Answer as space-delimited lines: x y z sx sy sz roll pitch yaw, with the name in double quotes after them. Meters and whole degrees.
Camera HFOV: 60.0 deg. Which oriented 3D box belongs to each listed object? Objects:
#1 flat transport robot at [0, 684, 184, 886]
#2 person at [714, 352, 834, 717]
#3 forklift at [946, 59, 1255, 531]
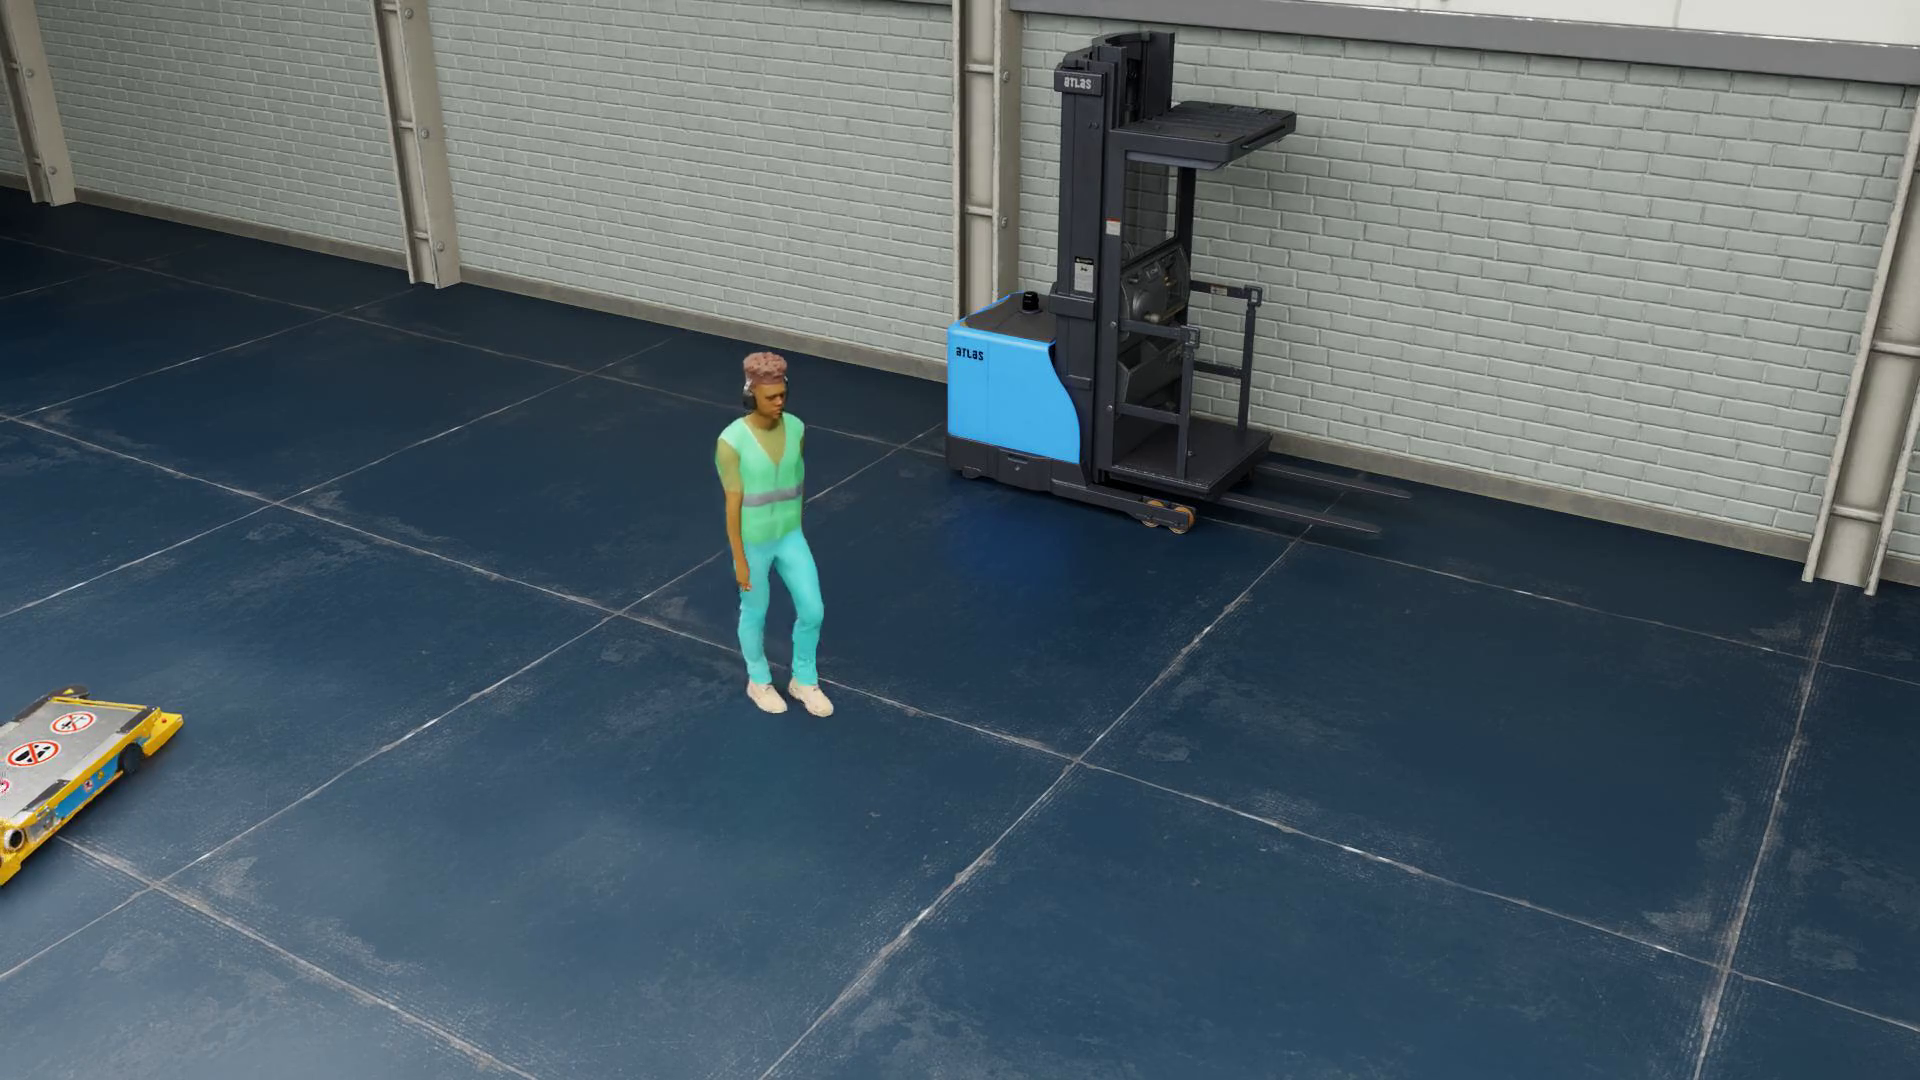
-4.391 1.144 7.838 0.659 0.231 1.431 5 26 9 "flat transport robot"
-0.923 0.023 8.243 0.494 1.958 0.653 -16 30 -31 "person"
0.933 -1.707 10.833 1.873 2.768 1.129 15 29 28 "forklift"
